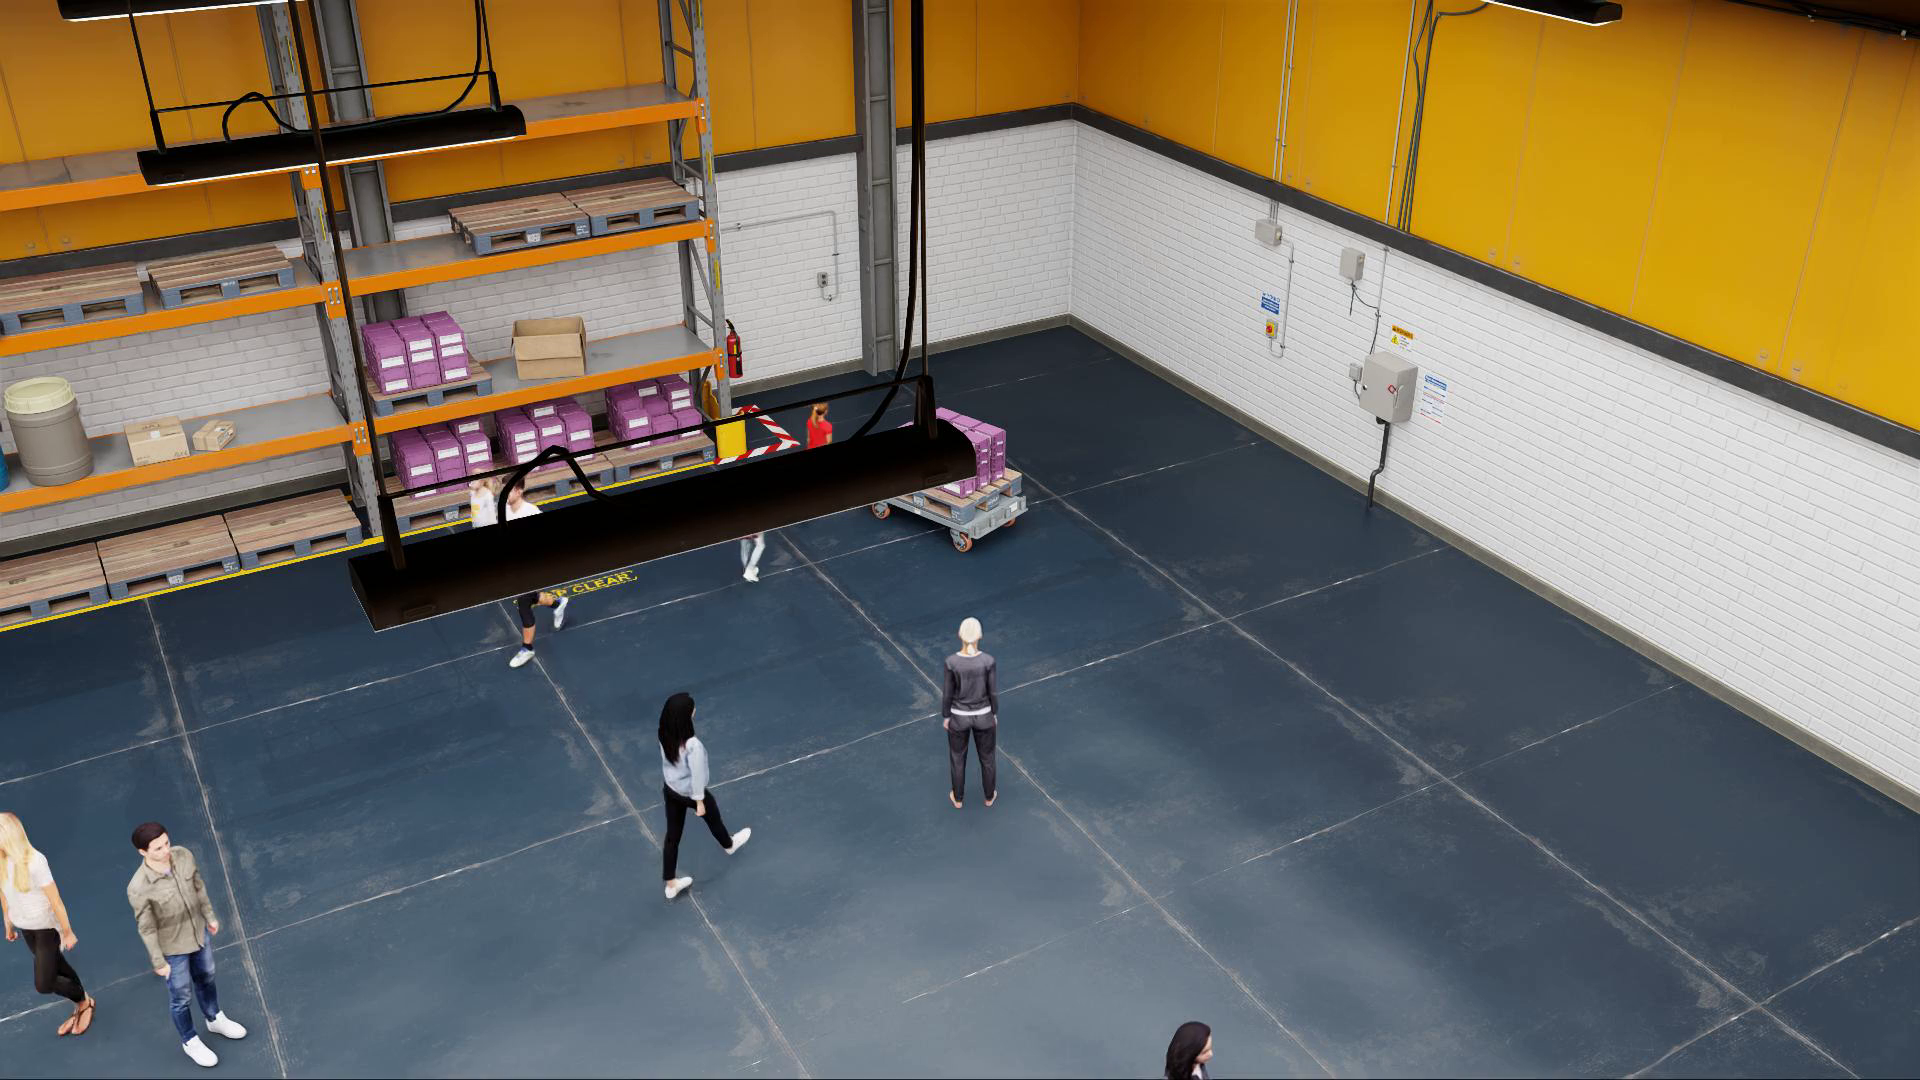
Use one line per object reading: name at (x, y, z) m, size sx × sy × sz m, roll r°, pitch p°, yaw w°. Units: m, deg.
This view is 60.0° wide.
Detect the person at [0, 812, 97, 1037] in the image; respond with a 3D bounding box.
person at (-5.993, 2.499, 11.013) m, size 0.751 × 1.816 × 0.787 m, roll 12°, pitch 31°, yaw 21°

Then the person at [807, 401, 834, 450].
person at (-1.526, -0.882, 17.756) m, size 0.688 × 1.295 × 0.787 m, roll 12°, pitch 31°, yaw 21°

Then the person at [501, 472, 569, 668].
person at (-3.930, 0.194, 15.225) m, size 1.034 × 1.830 × 1.222 m, roll 15°, pitch 32°, yaw 25°

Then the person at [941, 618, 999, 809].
person at (0.087, 1.373, 13.174) m, size 0.625 × 1.726 × 0.744 m, roll -1°, pitch 29°, yaw -1°

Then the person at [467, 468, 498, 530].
person at (-4.629, -0.140, 16.424) m, size 0.631 × 1.269 × 0.735 m, roll 19°, pitch 34°, yaw 31°

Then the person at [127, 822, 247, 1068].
person at (-5.077, 2.585, 10.806) m, size 0.830 × 1.864 × 0.754 m, roll 9°, pitch 30°, yaw 16°

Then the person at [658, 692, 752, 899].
person at (-2.077, 1.907, 12.250) m, size 0.899 × 1.671 × 1.155 m, roll 19°, pitch 34°, yaw 31°

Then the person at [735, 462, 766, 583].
person at (-2.123, -0.141, 16.393) m, size 0.688 × 1.301 × 0.748 m, roll 10°, pitch 30°, yaw 18°

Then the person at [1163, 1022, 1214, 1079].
person at (1.161, 3.387, 9.467) m, size 1.007 × 1.739 × 1.010 m, roll 12°, pitch 31°, yaw 21°
